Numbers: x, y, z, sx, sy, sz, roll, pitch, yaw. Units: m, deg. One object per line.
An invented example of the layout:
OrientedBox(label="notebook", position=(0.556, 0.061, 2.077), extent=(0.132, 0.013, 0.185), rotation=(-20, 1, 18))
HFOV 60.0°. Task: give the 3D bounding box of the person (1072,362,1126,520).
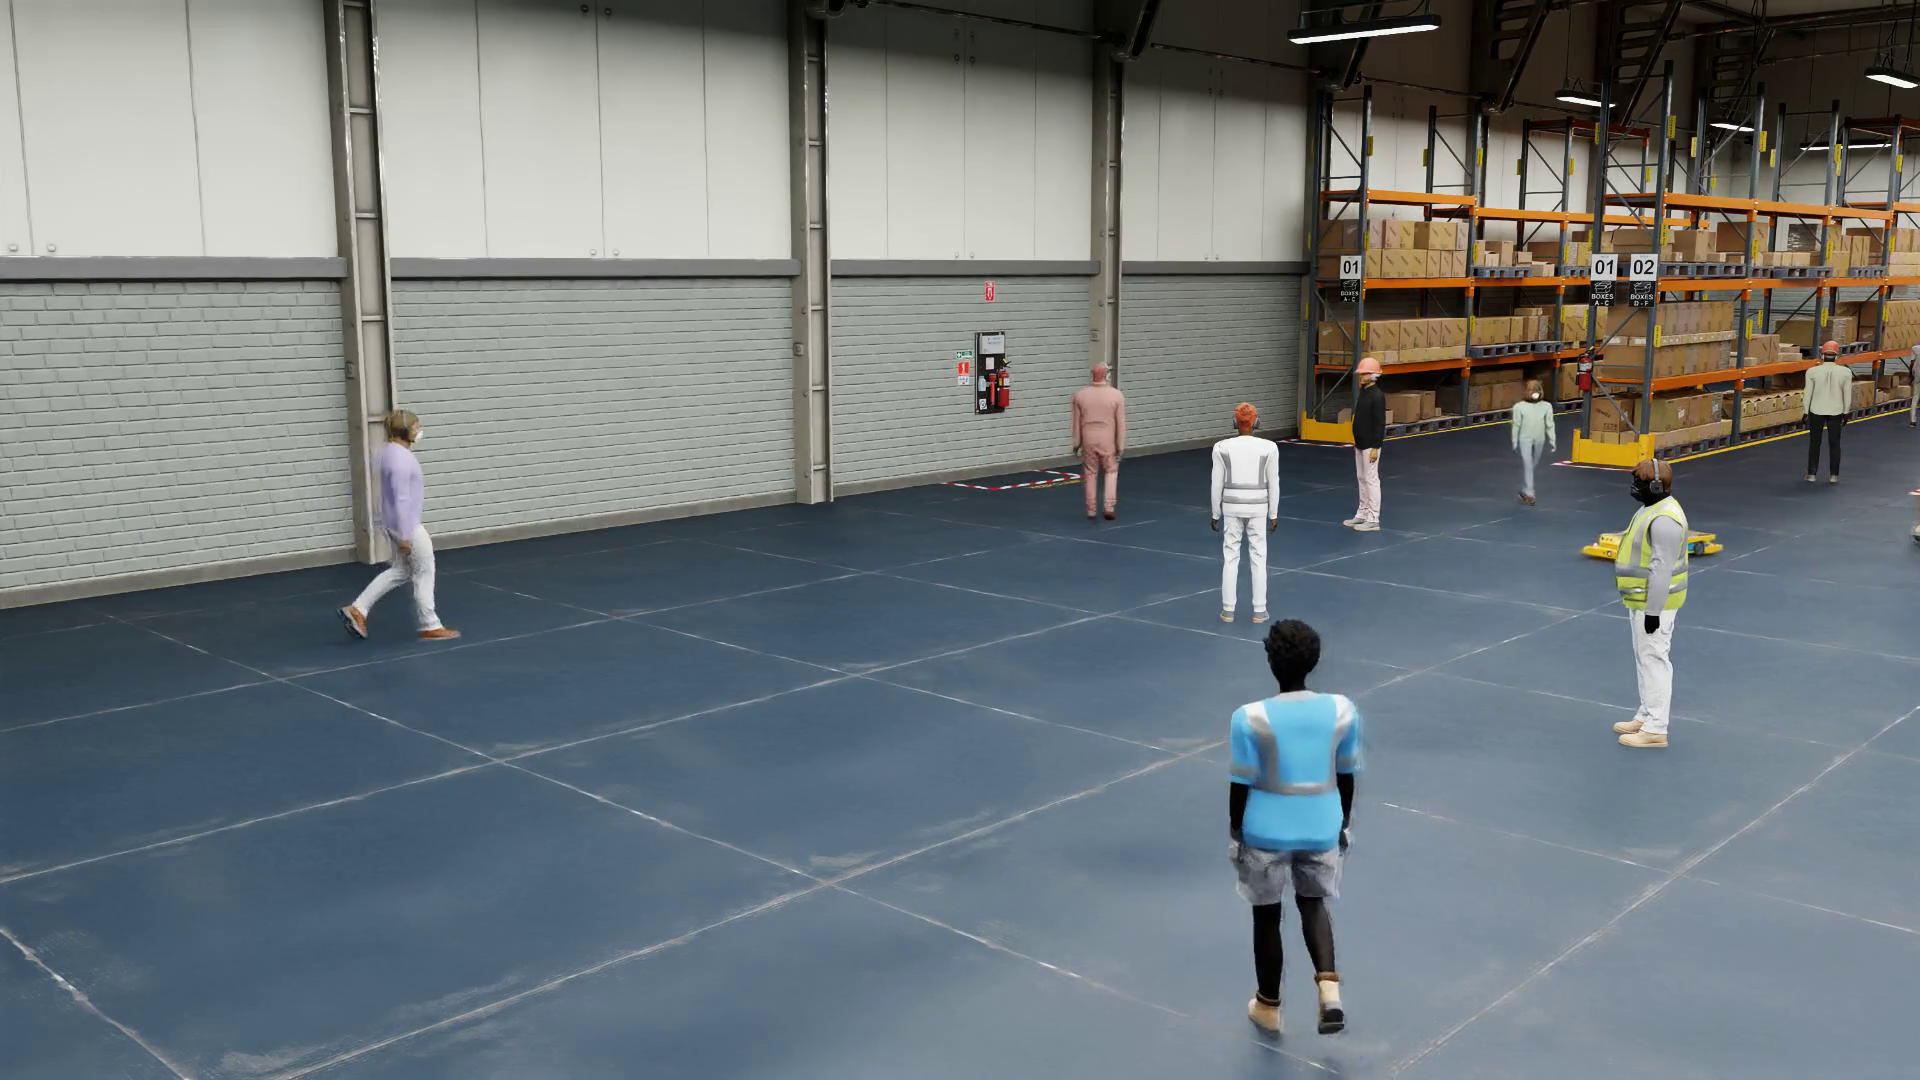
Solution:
OrientedBox(label="person", position=(1.670, -1.180, 19.996), extent=(0.677, 1.909, 0.405), rotation=(3, 10, 17))

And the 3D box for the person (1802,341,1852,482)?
OrientedBox(label="person", position=(12.264, -1.815, 23.556), extent=(0.611, 1.996, 0.387), rotation=(4, 10, 21))

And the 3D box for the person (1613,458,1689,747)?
OrientedBox(label="person", position=(4.386, 0.394, 10.596), extent=(0.430, 1.836, 0.628), rotation=(2, 10, 14))

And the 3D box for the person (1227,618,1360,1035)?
OrientedBox(label="person", position=(1.291, 1.140, 6.456), extent=(0.548, 1.686, 0.449), rotation=(-2, 9, -11))

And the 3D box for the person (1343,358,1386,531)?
OrientedBox(label="person", position=(4.698, -1.106, 19.233), extent=(0.388, 1.993, 0.624), rotation=(-1, 9, -7))

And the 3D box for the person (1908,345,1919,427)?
OrientedBox(label="person", position=(18.325, -3.073, 31.629), extent=(0.514, 1.863, 0.327), rotation=(9, 13, 44))

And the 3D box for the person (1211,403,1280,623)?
OrientedBox(label="person", position=(2.434, -0.228, 14.214), extent=(0.572, 1.886, 0.356), rotation=(2, 9, 11))

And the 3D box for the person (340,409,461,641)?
OrientedBox(label="person", position=(-4.550, -0.104, 13.401), extent=(0.845, 1.915, 0.638), rotation=(-4, 10, -24))

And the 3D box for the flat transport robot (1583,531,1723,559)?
OrientedBox(label="flat transport robot", position=(7.304, 0.037, 17.506), extent=(1.431, 0.197, 0.652), rotation=(-6, 11, -31))

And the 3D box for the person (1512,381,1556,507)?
OrientedBox(label="person", position=(7.354, -1.253, 21.377), extent=(0.514, 1.593, 0.850), rotation=(0, 9, -2))

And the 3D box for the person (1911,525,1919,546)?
OrientedBox(label="person", position=(10.774, -0.882, 17.901), extent=(1.008, 1.999, 0.606), rotation=(-2, 10, -15))
